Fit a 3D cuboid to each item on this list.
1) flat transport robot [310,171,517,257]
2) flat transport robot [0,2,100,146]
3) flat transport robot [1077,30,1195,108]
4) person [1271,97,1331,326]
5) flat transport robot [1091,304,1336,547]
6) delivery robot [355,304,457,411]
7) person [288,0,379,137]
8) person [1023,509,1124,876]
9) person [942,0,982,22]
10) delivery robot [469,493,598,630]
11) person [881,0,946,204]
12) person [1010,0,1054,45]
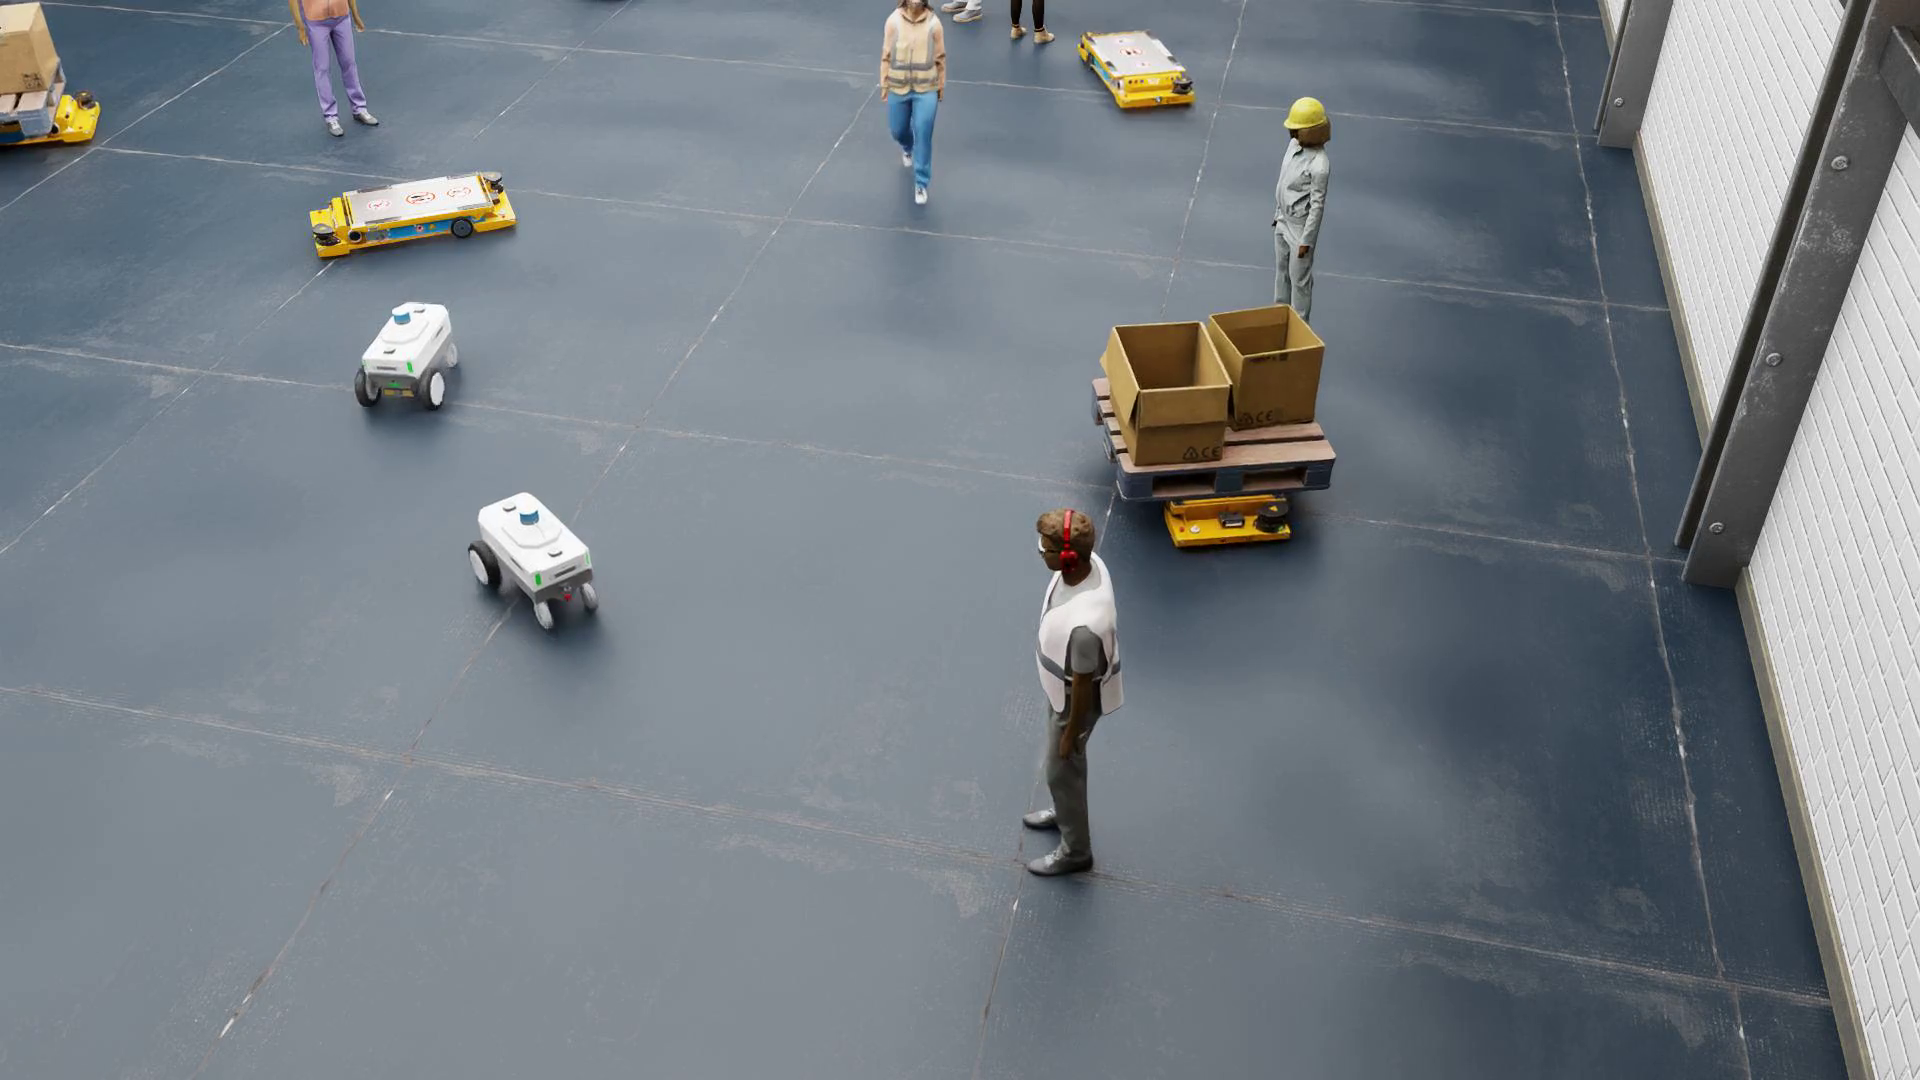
[{"bbox_3d":[-4.120,-2.455,12.504,1.431,0.231,0.659,-13,39,-17],"label":"flat transport robot"},{"bbox_3d":[-7.980,-3.448,13.832,1.431,0.231,0.659,-11,38,-14],"label":"flat transport robot"},{"bbox_3d":[1.559,-4.235,14.886,0.659,0.231,1.431,-8,37,-10],"label":"flat transport robot"},{"bbox_3d":[2.144,-2.009,10.678,0.303,1.740,0.484,-10,38,-12],"label":"person"},{"bbox_3d":[1.440,-0.461,9.835,0.659,0.231,1.431,-4,37,-5],"label":"flat transport robot"},{"bbox_3d":[-3.504,-1.171,10.563,0.499,0.614,0.802,4,37,5],"label":"delivery robot"},{"bbox_3d":[-5.179,-4.260,13.609,0.563,1.838,0.391,-30,46,-34],"label":"person"},{"bbox_3d":[0.488,0.647,7.055,0.402,1.833,0.572,-1,37,-1],"label":"person"},{"bbox_3d":[0.043,-5.892,15.755,0.350,1.882,0.582,-13,39,-17],"label":"person"},{"bbox_3d":[-2.276,0.061,8.896,0.499,0.592,0.774,-26,44,-30],"label":"delivery robot"},{"bbox_3d":[-0.345,-3.479,12.664,0.492,1.705,0.635,3,37,4],"label":"person"},{"bbox_3d":[0.655,-5.413,15.268,0.533,1.696,0.318,22,42,26],"label":"person"}]
